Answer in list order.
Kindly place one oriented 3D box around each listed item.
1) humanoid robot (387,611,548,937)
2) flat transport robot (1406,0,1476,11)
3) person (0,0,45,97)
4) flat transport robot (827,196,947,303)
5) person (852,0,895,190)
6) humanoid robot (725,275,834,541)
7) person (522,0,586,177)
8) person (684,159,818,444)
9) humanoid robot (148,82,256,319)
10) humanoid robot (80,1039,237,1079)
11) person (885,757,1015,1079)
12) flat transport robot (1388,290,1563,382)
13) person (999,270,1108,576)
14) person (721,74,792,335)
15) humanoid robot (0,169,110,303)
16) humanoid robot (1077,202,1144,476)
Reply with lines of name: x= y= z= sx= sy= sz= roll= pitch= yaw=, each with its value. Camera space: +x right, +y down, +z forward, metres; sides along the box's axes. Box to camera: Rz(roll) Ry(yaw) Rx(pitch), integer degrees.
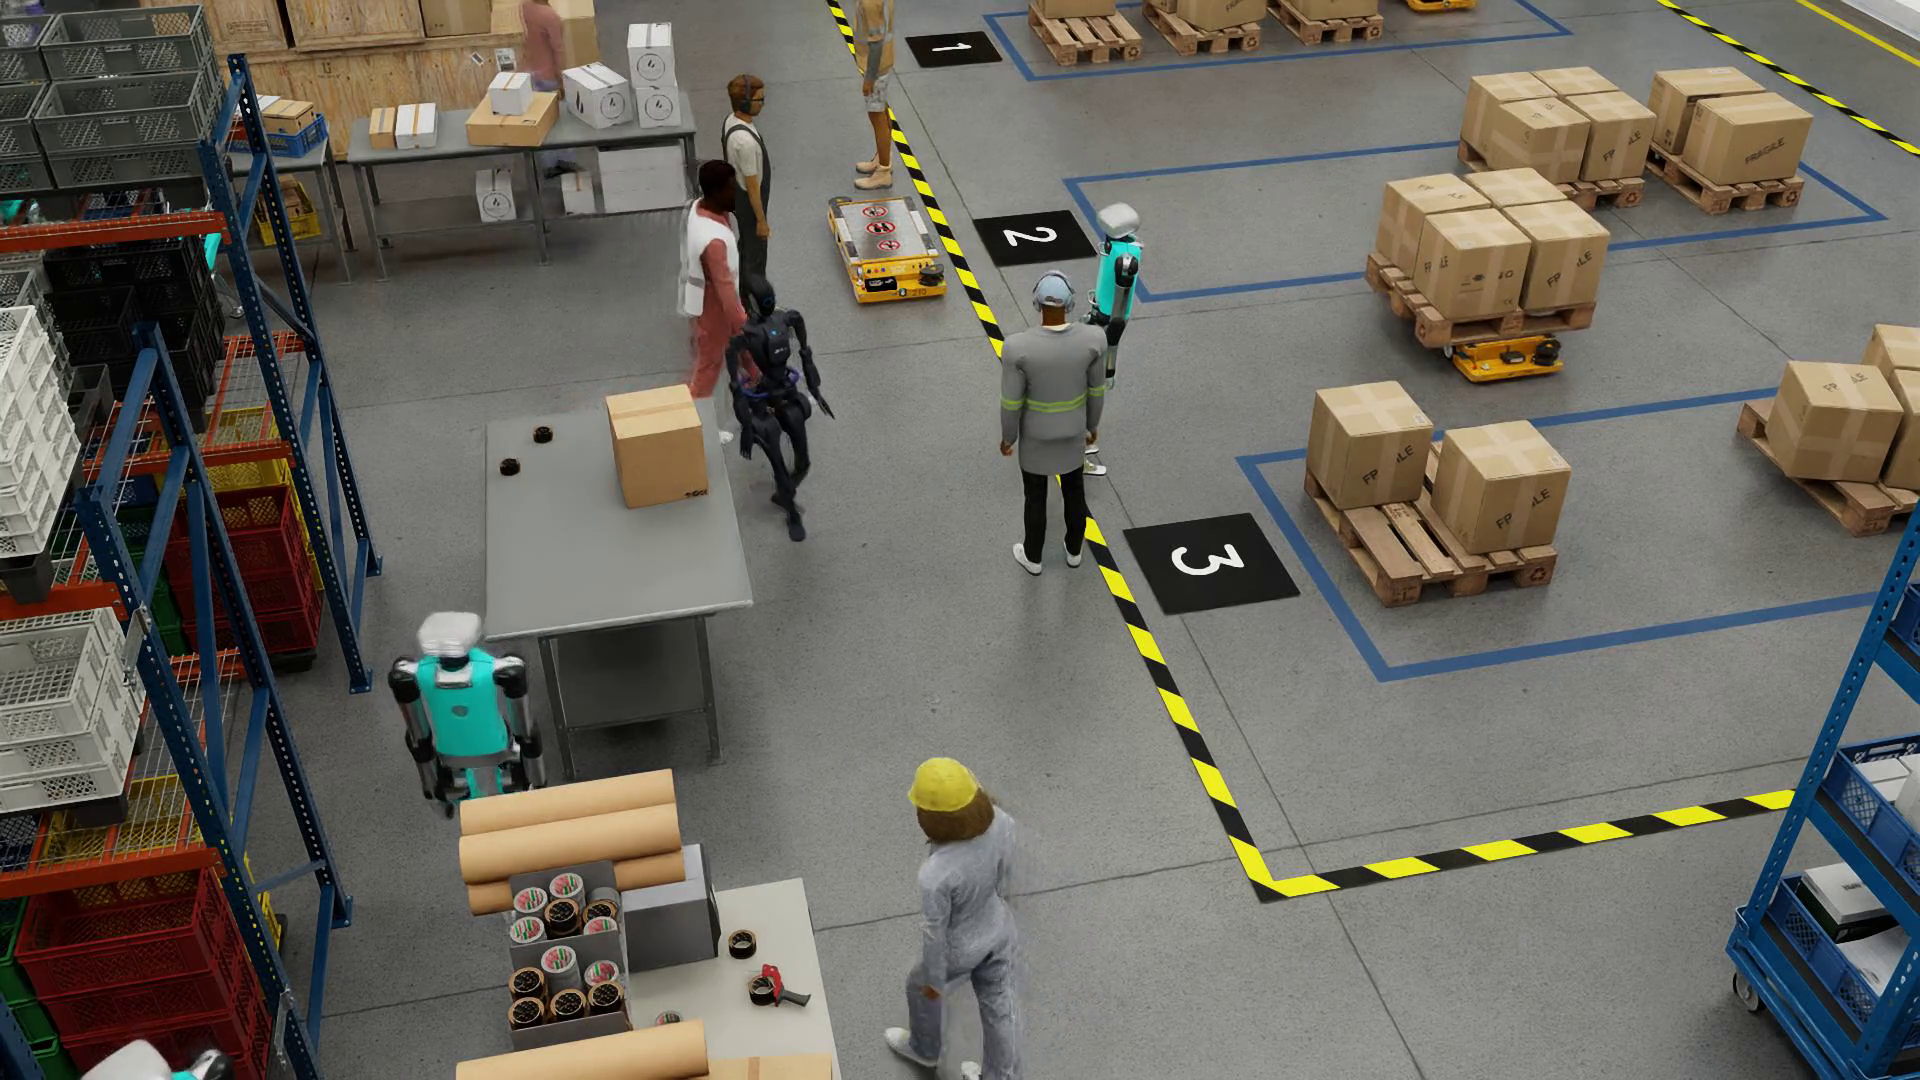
humanoid robot: x=-2.001 y=0.932 z=7.120 sx=0.538 sy=1.833 sz=0.687 roll=-3 pitch=37 yaw=-4
flat transport robot: x=4.803 y=-5.908 z=17.471 sx=0.652 sy=0.197 sz=1.431 roll=-8 pitch=37 yaw=-10
person: x=-7.768 y=-4.143 z=13.655 sx=0.623 sy=2.021 sz=0.487 roll=7 pitch=37 yaw=9
flat transport robot: x=-0.570 y=-2.220 z=12.538 sx=0.659 sy=0.231 sz=1.431 roll=-8 pitch=37 yaw=-10
person: x=-0.695 y=-3.782 z=13.149 sx=0.362 sy=2.048 sz=0.610 roll=1 pitch=37 yaw=2
humanoid robot: x=-1.012 y=-0.755 z=9.405 sx=0.603 sy=1.650 sz=0.429 roll=-27 pitch=45 yaw=-32
person: x=-3.275 y=-3.761 z=13.361 sx=0.535 sy=1.747 sz=0.404 roll=30 pitch=46 yaw=34
person: x=-1.333 y=-1.423 z=10.122 sx=0.949 sy=1.876 sz=0.607 roll=-5 pitch=37 yaw=-6
humanoid robot: x=-5.201 y=-2.229 z=11.207 sx=0.533 sy=1.677 sz=0.735 roll=3 pitch=37 yaw=3
humanoid robot: x=-2.570 y=2.162 z=5.424 sx=0.710 sy=1.801 sz=0.547 roll=23 pitch=42 yaw=28
person: x=-0.042 y=1.473 z=6.356 sx=0.718 sy=1.704 sz=0.518 roll=27 pitch=44 yaw=31
flat transport robot: x=3.575 y=-1.575 z=11.648 sx=0.652 sy=0.197 sz=1.431 roll=-8 pitch=37 yaw=-10
person: x=0.493 y=-0.628 z=9.073 sx=0.588 sy=1.850 sz=0.396 roll=-7 pitch=37 yaw=-10
person: x=-1.400 y=-2.248 z=11.256 sx=0.346 sy=1.844 sz=0.507 roll=-12 pitch=38 yaw=-15
humanoid robot: x=-5.804 y=-1.794 z=10.813 sx=0.734 sy=1.873 sz=0.537 roll=13 pitch=39 yaw=17
humanoid robot: x=0.669 y=-1.158 z=9.765 sx=0.735 sy=1.680 sz=0.533 roll=-1 pitch=37 yaw=-2
